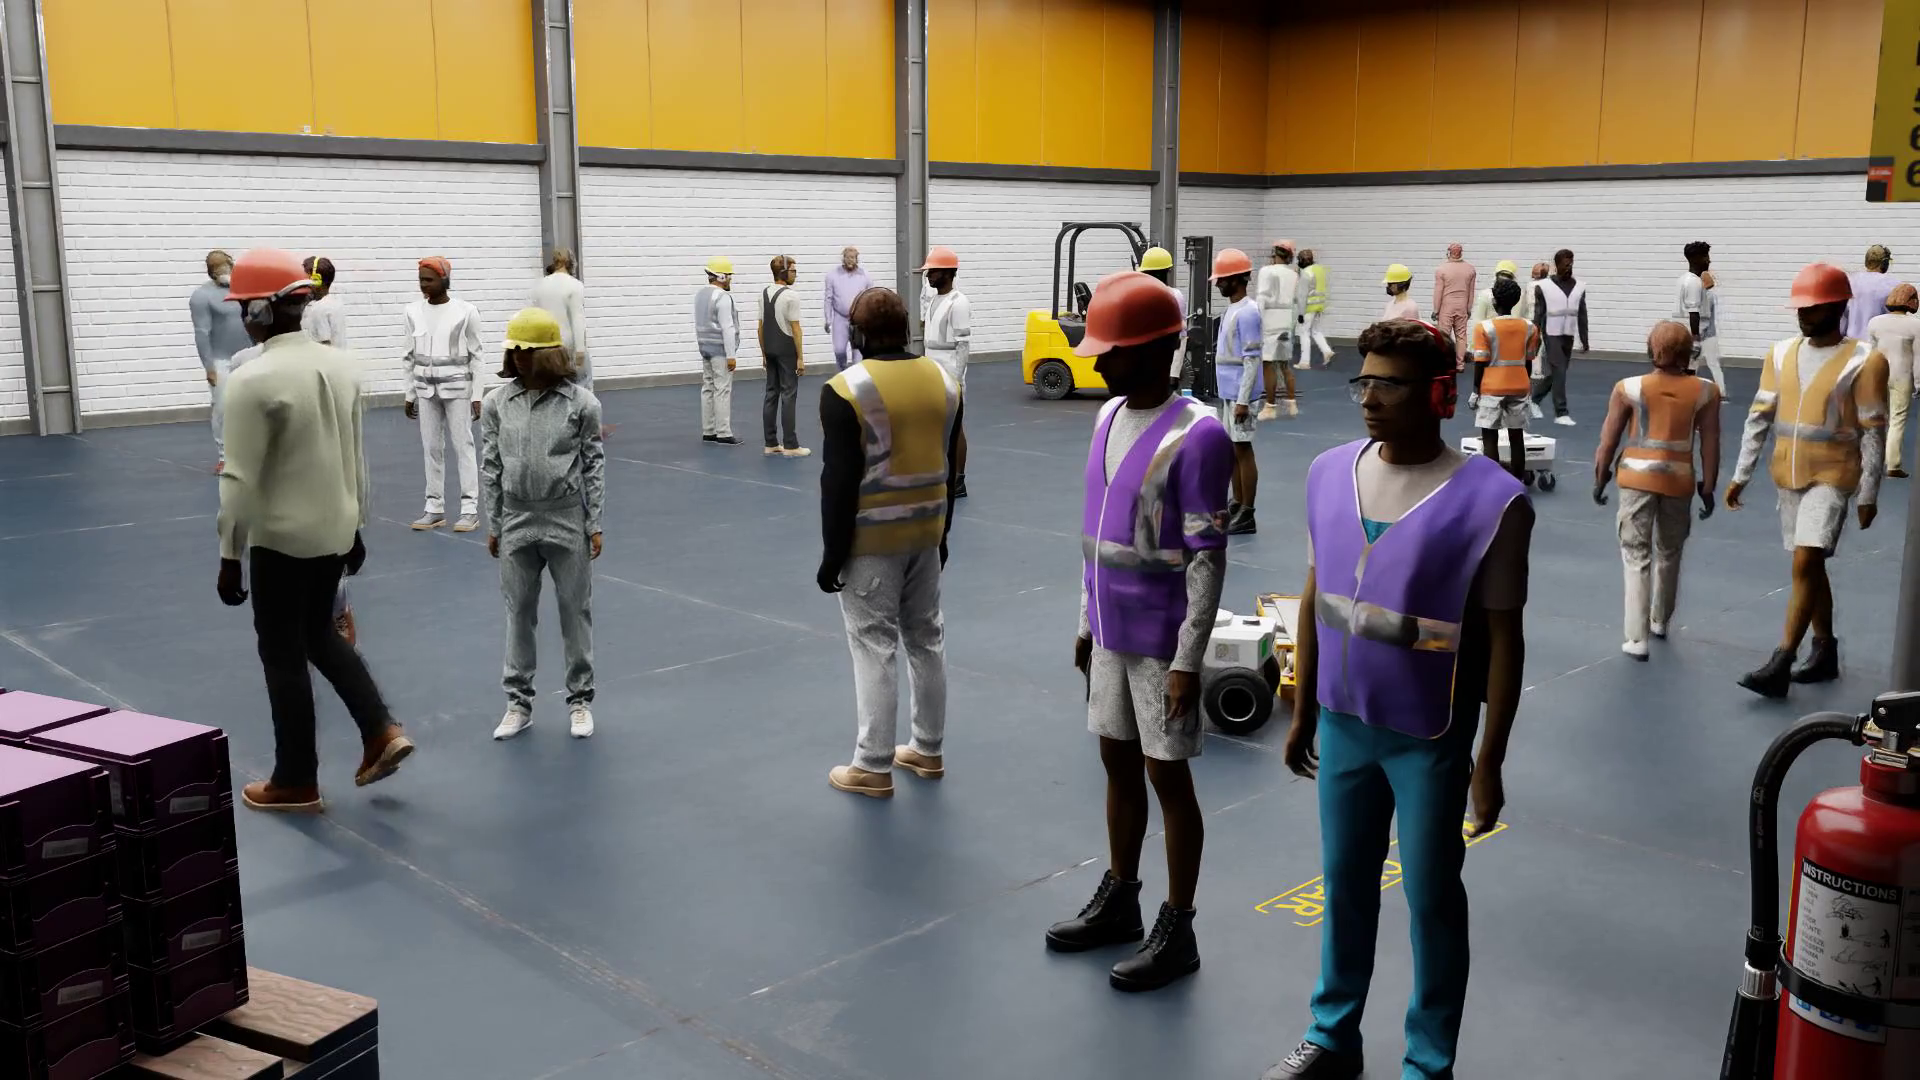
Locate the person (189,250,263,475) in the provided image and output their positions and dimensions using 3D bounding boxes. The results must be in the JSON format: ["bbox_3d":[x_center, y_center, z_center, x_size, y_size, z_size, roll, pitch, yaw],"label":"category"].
[{"bbox_3d":[-6.217,-1.504,14.159,0.428,1.898,0.691,5,12,26],"label":"person"}]

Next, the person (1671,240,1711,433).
[{"bbox_3d":[7.534,-2.093,17.157,0.367,1.966,0.607,2,11,10],"label":"person"}]

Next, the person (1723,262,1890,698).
[{"bbox_3d":[3.683,-0.257,7.343,0.917,1.895,0.556,-5,12,-26],"label":"person"}]

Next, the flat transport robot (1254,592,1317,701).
[{"bbox_3d":[1.759,0.479,7.754,0.652,0.197,1.431,1,10,5],"label":"flat transport robot"}]

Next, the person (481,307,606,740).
[{"bbox_3d":[-1.666,-0.056,6.671,0.487,1.741,0.313,0,10,-1],"label":"person"}]

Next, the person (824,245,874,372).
[{"bbox_3d":[-1.425,-2.848,21.484,0.671,1.890,0.438,-1,10,-3],"label":"person"}]

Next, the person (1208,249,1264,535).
[{"bbox_3d":[1.858,-0.996,11.284,0.385,1.928,0.547,0,10,-2],"label":"person"}]

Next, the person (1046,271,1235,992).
[{"bbox_3d":[0.474,0.250,4.493,0.375,1.927,0.543,-6,12,-29],"label":"person"}]

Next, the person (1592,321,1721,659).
[{"bbox_3d":[3.369,-0.258,8.112,0.539,1.607,0.682,1,10,4],"label":"person"}]

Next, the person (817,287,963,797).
[{"bbox_3d":[-0.276,0.010,6.046,0.624,1.840,0.430,-10,14,-44],"label":"person"}]

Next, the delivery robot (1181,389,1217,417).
[{"bbox_3d":[2.152,-1.190,15.834,0.477,0.478,0.707,-4,11,-20],"label":"delivery robot"}]

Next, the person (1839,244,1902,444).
[{"bbox_3d":[8.581,-1.811,15.702,0.372,1.940,0.631,-6,12,-30],"label":"person"}]

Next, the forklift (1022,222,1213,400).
[{"bbox_3d":[1.935,-2.847,20.651,2.313,2.155,1.214,2,11,13],"label":"forklift"}]

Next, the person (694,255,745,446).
[{"bbox_3d":[-2.319,-1.820,16.043,0.403,1.827,0.601,-8,13,-36],"label":"person"}]

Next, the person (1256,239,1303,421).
[{"bbox_3d":[3.469,-2.285,18.189,0.710,1.987,0.405,-9,14,-40],"label":"person"}]

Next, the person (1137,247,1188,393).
[{"bbox_3d":[1.629,-1.418,13.602,0.383,1.923,0.588,-4,11,-21],"label":"person"}]

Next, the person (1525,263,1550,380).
[{"bbox_3d":[8.107,-3.072,23.390,0.311,1.638,0.522,-3,11,-18],"label":"person"}]

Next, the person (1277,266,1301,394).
[{"bbox_3d":[4.220,-2.693,21.339,0.264,1.632,0.506,3,11,18],"label":"person"}]

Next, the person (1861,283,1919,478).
[{"bbox_3d":[7.816,-1.330,13.933,0.279,1.624,0.494,-7,13,-35],"label":"person"}]

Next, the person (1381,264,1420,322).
[{"bbox_3d":[3.974,-1.619,15.133,0.329,1.764,0.524,-2,11,-13],"label":"person"}]

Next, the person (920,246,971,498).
[{"bbox_3d":[-0.131,-1.283,12.816,0.361,1.939,0.543,-5,12,-27],"label":"person"}]

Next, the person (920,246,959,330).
[{"bbox_3d":[-0.282,-2.936,21.984,0.574,1.883,0.355,6,12,30],"label":"person"}]

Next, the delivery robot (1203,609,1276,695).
[{"bbox_3d":[0.957,0.433,6.982,0.707,0.478,0.477,3,11,14],"label":"delivery robot"}]

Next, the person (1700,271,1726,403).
[{"bbox_3d":[8.900,-2.437,20.076,0.831,1.586,0.508,2,11,9],"label":"person"}]

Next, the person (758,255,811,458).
[{"bbox_3d":[-1.621,-1.671,15.194,0.514,1.841,0.327,9,13,39],"label":"person"}]

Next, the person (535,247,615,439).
[{"bbox_3d":[-3.778,-1.885,16.188,0.647,1.901,0.909,6,12,31],"label":"person"}]

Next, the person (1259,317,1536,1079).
[{"bbox_3d":[0.996,0.425,3.753,0.394,1.847,0.563,-8,13,-39],"label":"person"}]

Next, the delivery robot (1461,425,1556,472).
[{"bbox_3d":[4.349,-0.705,13.186,0.707,0.478,0.477,-3,11,-17],"label":"delivery robot"}]

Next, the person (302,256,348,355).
[{"bbox_3d":[-4.684,-1.152,12.293,0.325,1.871,0.521,-1,10,-8],"label":"person"}]

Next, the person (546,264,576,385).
[{"bbox_3d":[-4.501,-2.234,18.664,0.319,1.697,0.533,-10,14,-42],"label":"person"}]

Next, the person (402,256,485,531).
[{"bbox_3d":[-3.534,-0.993,11.386,0.583,1.882,0.337,2,11,11],"label":"person"}]

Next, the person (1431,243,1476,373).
[{"bbox_3d":[7.218,-3.393,24.414,0.639,1.908,0.409,-2,11,-12],"label":"person"}]

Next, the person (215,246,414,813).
[{"bbox_3d":[-2.292,-0.016,5.759,0.522,1.980,0.640,3,11,16],"label":"person"}]

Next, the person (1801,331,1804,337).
[{"bbox_3d":[10.868,-2.613,20.989,0.508,1.604,0.814,4,11,20],"label":"person"}]

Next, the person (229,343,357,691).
[{"bbox_3d":[-3.017,-0.276,7.570,0.532,1.852,0.590,0,10,-1],"label":"person"}]

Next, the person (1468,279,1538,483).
[{"bbox_3d":[4.085,-1.113,12.550,0.535,1.697,0.322,-3,11,-15],"label":"person"}]

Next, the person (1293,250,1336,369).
[{"bbox_3d":[5.310,-3.465,25.098,0.554,1.812,0.675,9,13,39],"label":"person"}]

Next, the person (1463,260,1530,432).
[{"bbox_3d":[5.451,-1.908,16.701,0.643,1.786,0.809,-4,11,-19],"label":"person"}]

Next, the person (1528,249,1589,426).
[{"bbox_3d":[6.459,-2.212,18.050,0.637,1.882,0.905,-3,11,-16],"label":"person"}]
